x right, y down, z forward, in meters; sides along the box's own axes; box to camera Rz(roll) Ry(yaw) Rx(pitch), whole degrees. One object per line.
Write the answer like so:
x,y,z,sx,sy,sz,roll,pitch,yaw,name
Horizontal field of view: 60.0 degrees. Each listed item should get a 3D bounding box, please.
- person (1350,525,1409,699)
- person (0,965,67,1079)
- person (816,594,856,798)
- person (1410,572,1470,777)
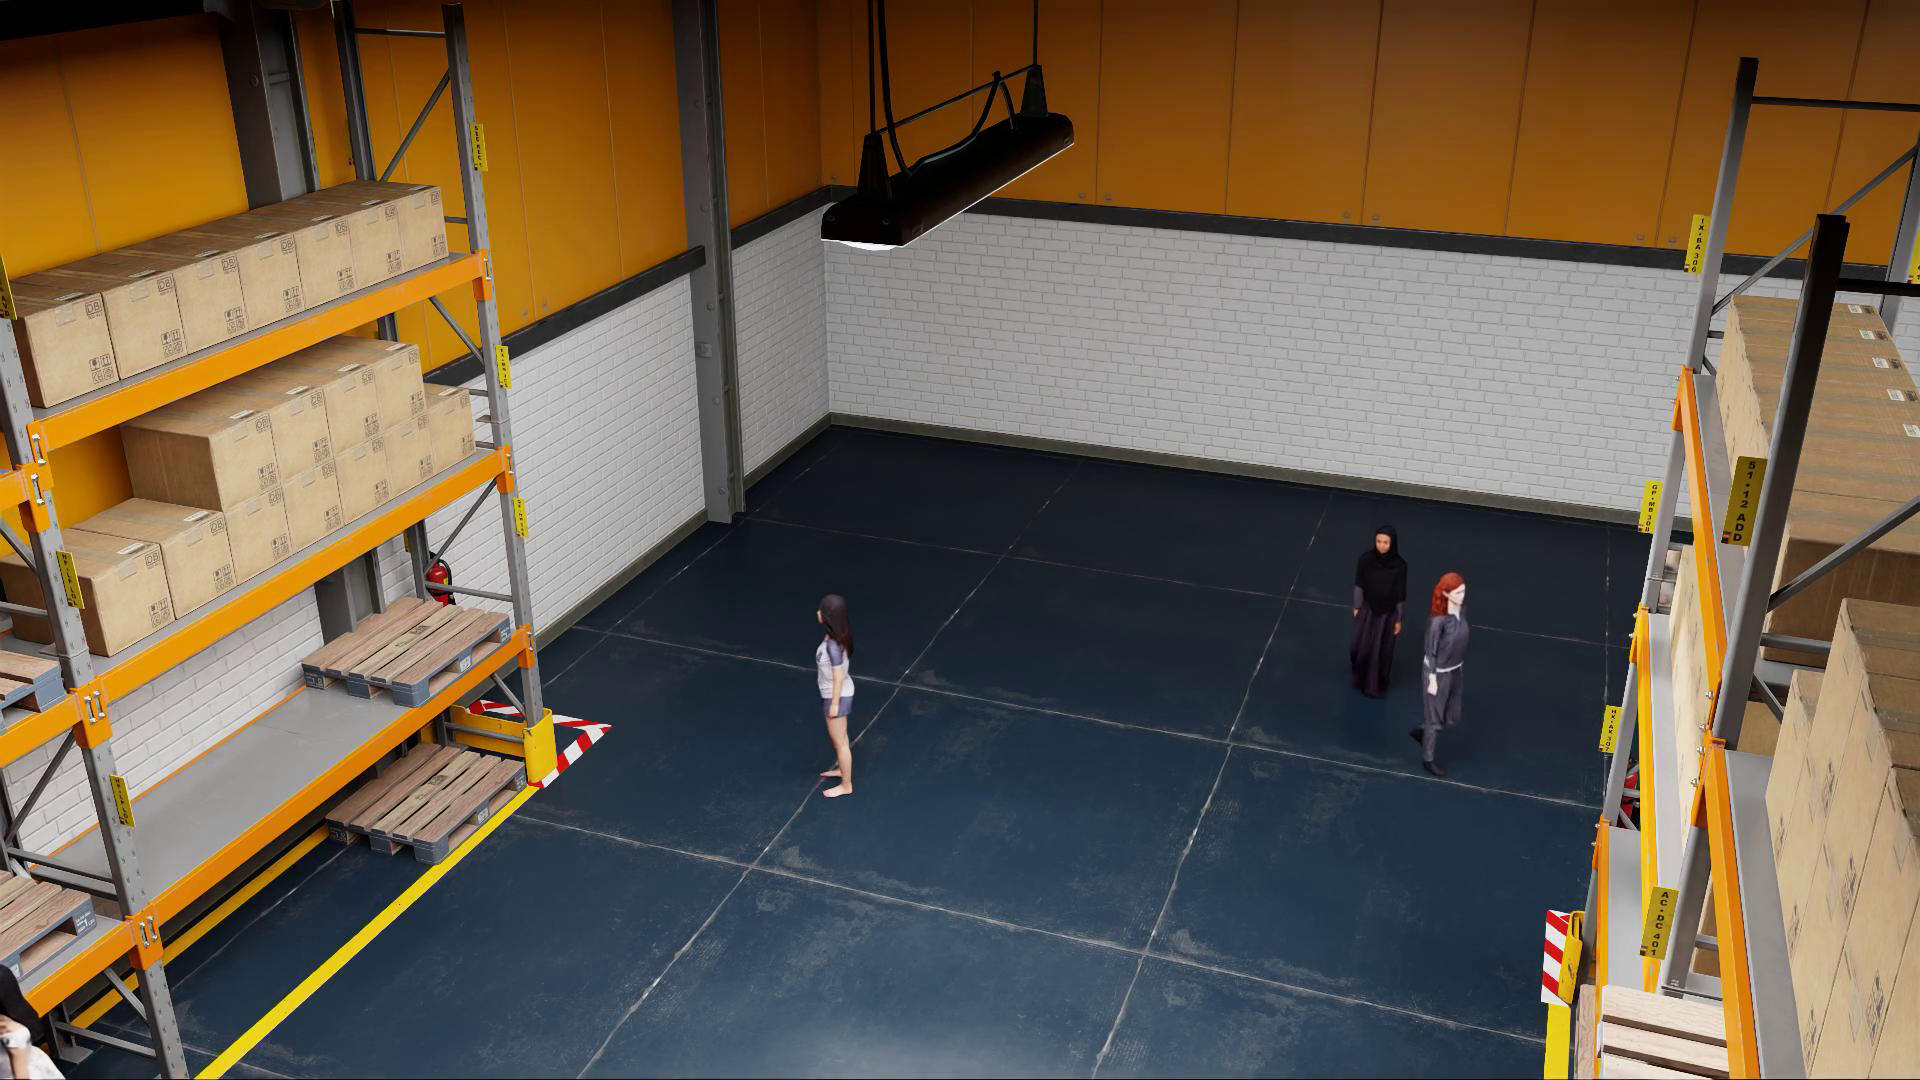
3.695,0.585,14.577,0.619,1.605,0.725,9,25,19,person
-4.943,2.995,8.861,0.819,1.769,0.783,-15,28,-31,person
-0.967,1.203,13.039,0.727,1.706,0.596,-1,24,-3,person
3.802,1.047,13.325,0.732,1.763,0.799,-19,30,-36,person
